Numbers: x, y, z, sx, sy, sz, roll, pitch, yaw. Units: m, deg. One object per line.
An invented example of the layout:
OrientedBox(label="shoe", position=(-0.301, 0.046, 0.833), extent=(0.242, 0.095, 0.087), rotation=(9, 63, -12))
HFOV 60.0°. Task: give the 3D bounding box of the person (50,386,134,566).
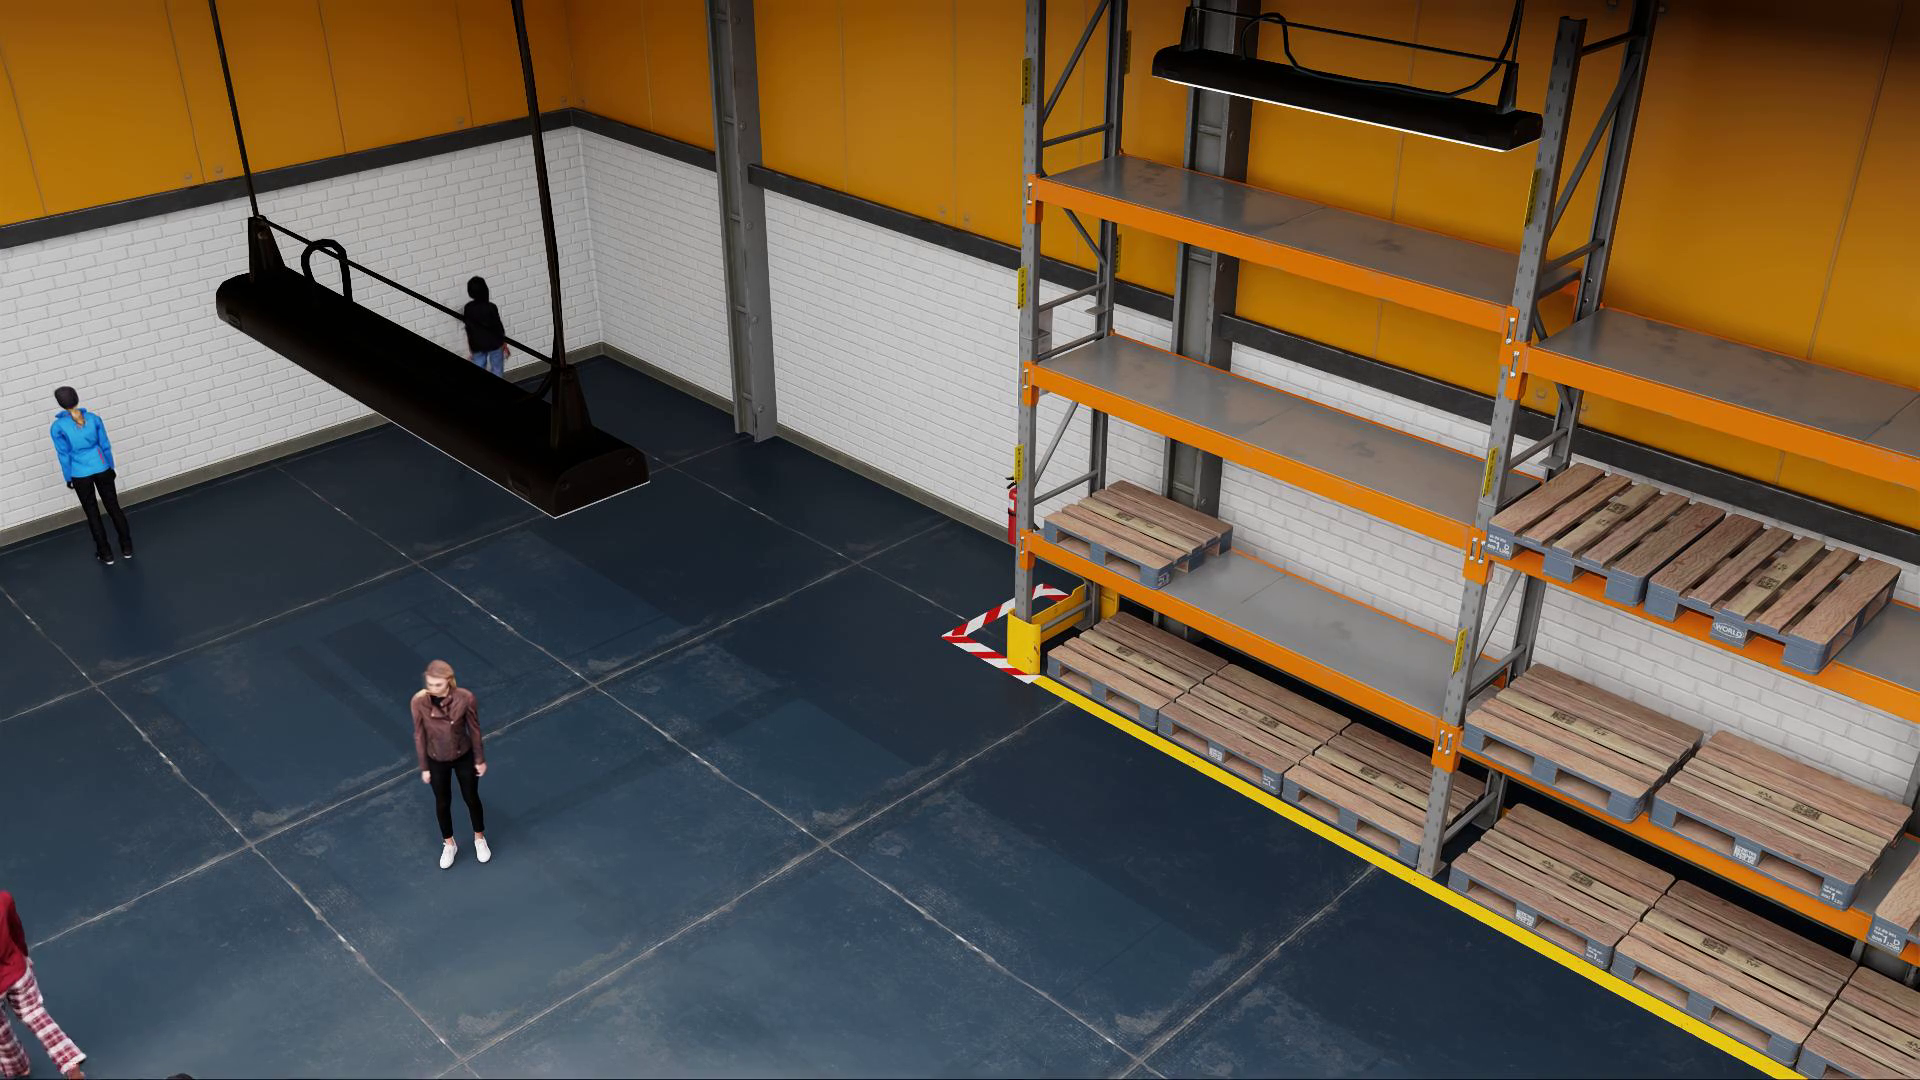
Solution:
OrientedBox(label="person", position=(-8.172, -0.614, 15.641), extent=(0.637, 1.800, 0.551), rotation=(-21, 35, -33))

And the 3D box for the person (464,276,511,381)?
OrientedBox(label="person", position=(-5.264, -2.097, 18.471), extent=(0.825, 1.694, 0.877), rotation=(1, 29, 3))

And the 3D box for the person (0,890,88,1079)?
OrientedBox(label="person", position=(-5.629, 2.613, 9.850), extent=(1.017, 1.680, 0.794), rotation=(13, 31, 23))

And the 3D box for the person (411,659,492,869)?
OrientedBox(label="person", position=(-3.596, 1.547, 11.779), extent=(0.679, 1.704, 0.694), rotation=(-5, 29, -10))
